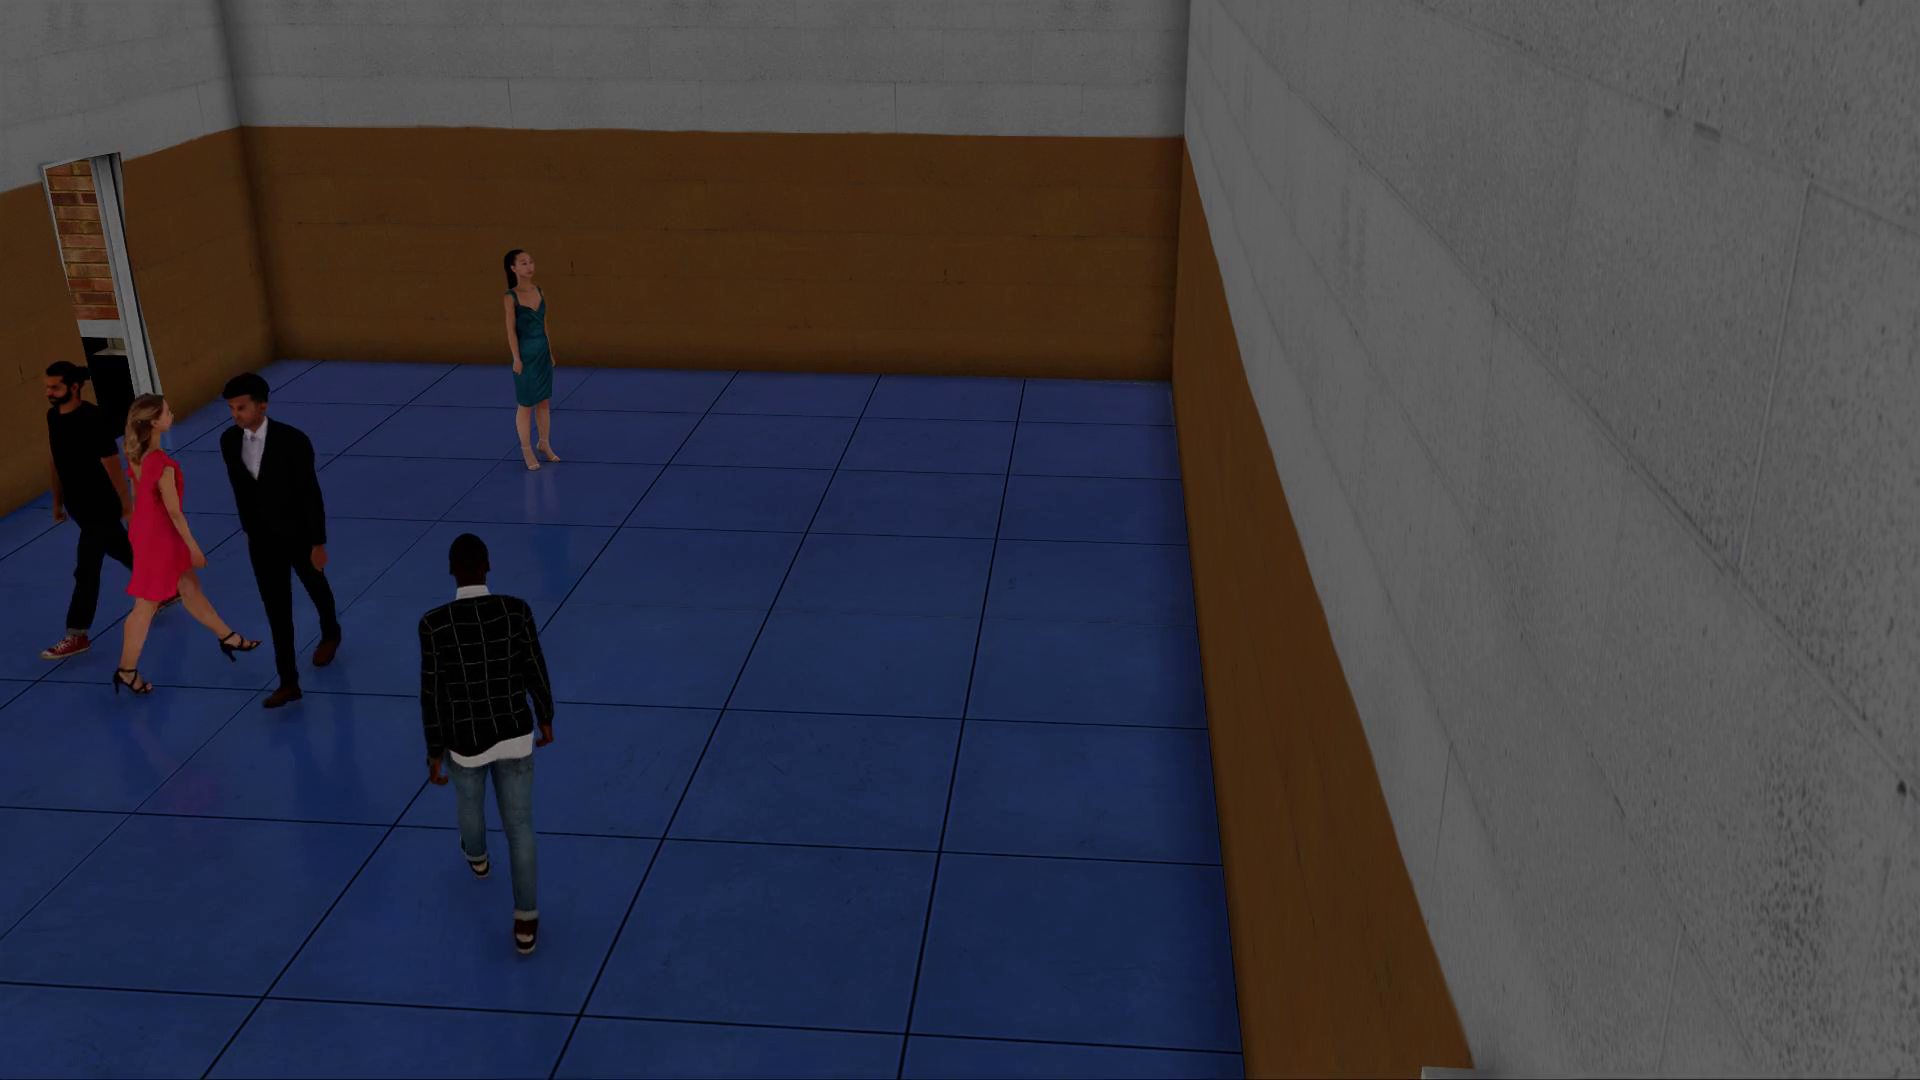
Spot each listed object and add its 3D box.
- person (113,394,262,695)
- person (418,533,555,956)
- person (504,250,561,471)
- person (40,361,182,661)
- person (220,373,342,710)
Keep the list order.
[{"bbox_3d":[-4.498,0.061,9.134,1.073,1.680,1.011,-18,28,-38],"label":"person"},{"bbox_3d":[-1.948,0.891,6.941,1.204,1.776,1.094,-8,23,-20],"label":"person"},{"bbox_3d":[-3.283,-1.380,12.719,0.629,1.682,0.620,13,25,29],"label":"person"},{"bbox_3d":[-5.011,-0.217,9.796,1.239,1.704,1.083,13,25,30],"label":"person"},{"bbox_3d":[-3.694,-0.058,9.232,1.086,1.828,0.784,2,22,5],"label":"person"}]
